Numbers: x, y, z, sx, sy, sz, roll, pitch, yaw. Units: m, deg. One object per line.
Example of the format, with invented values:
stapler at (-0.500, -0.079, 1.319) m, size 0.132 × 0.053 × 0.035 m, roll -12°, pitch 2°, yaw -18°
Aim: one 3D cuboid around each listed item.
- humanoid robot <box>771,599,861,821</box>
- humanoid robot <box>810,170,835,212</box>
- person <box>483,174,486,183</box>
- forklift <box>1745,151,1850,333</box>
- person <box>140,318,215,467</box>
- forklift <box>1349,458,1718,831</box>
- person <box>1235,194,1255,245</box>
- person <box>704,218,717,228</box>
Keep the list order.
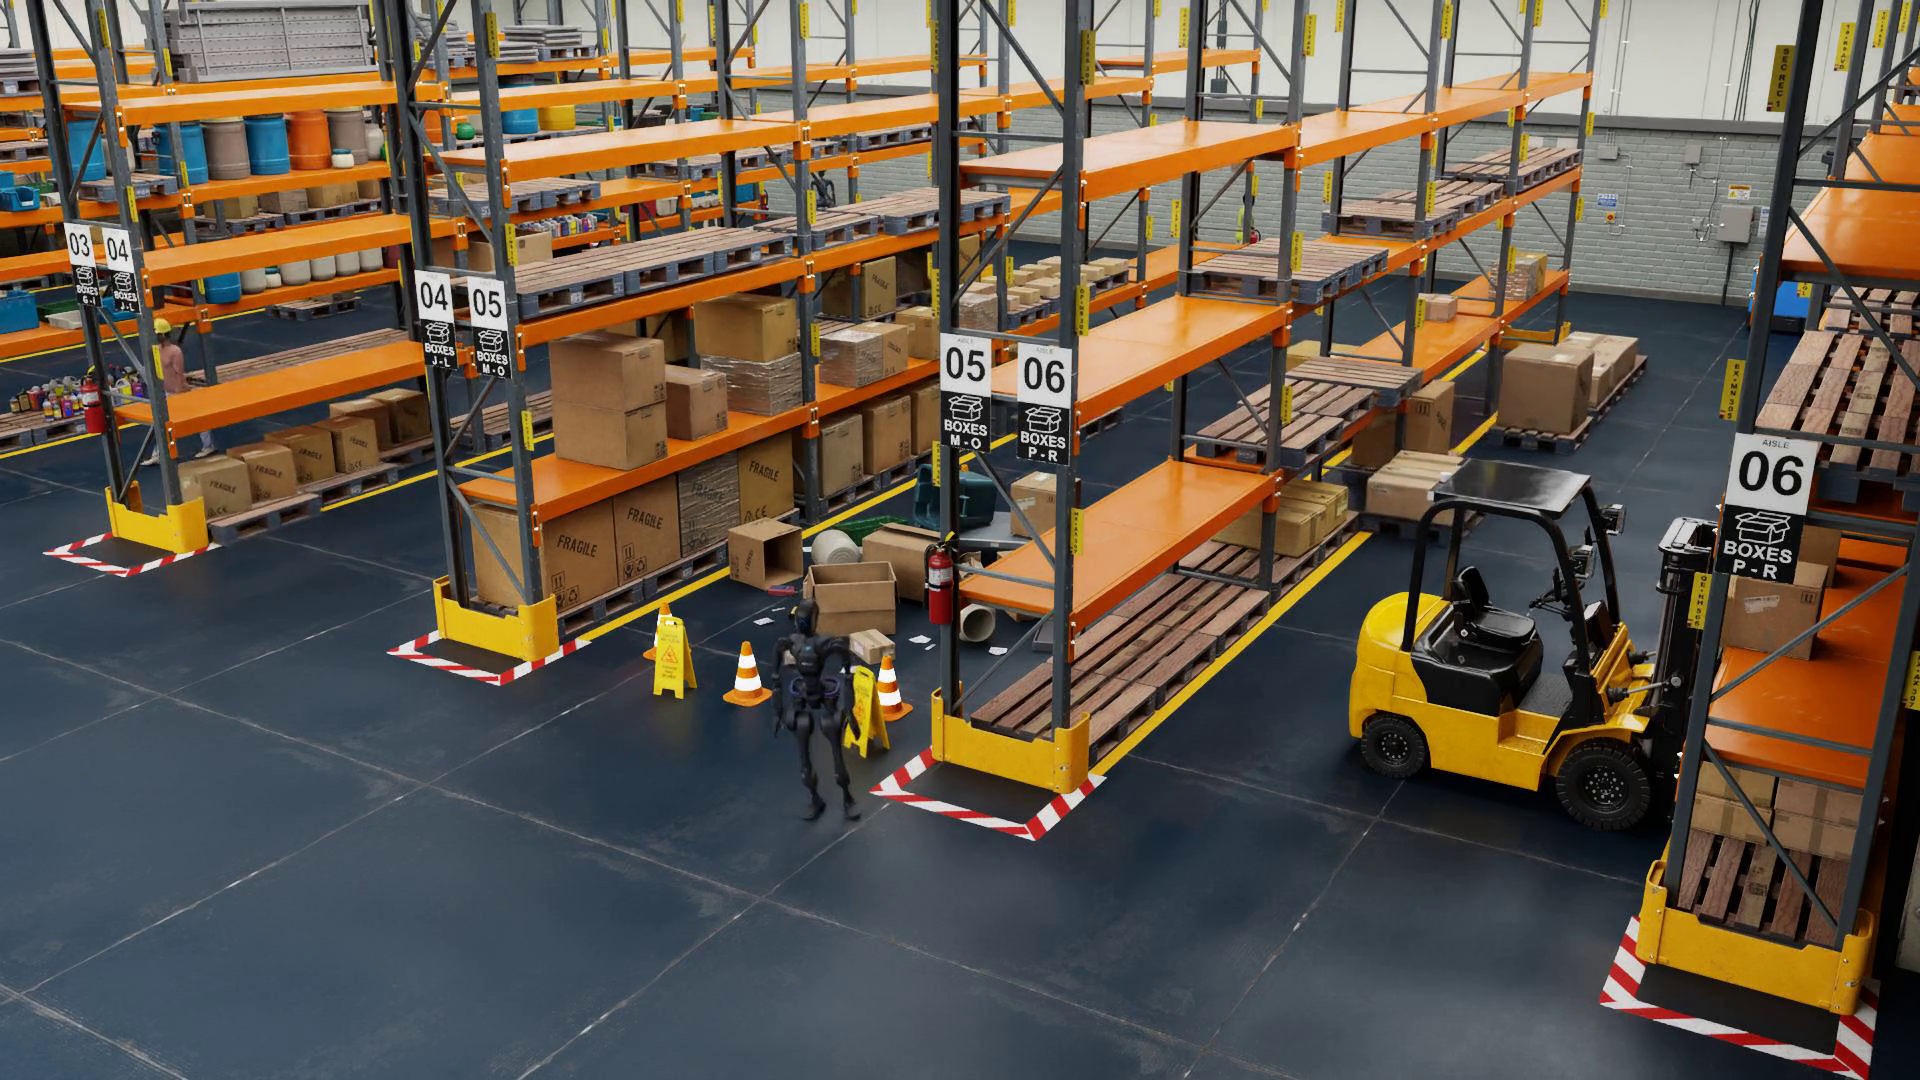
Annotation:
humanoid robot at (-0.959, 1.133, 11.205) m, size 0.607 × 1.633 × 0.427 m, roll 1°, pitch 19°, yaw 4°
humanoid robot at (-2.843, -6.915, 34.551) m, size 0.613 × 1.644 × 0.793 m, roll -8°, pitch 21°, yaw -23°
person at (-10.407, -7.734, 36.632) m, size 0.333 × 1.801 × 0.523 m, roll 11°, pitch 22°, yaw 30°
forklift at (13.620, -4.667, 26.137) m, size 1.873 × 2.768 × 1.129 m, roll 11°, pitch 22°, yaw 29°
person at (-9.207, -1.736, 19.408) m, size 0.537 × 1.713 × 0.898 m, roll 12°, pitch 22°, yaw 30°
forklift at (3.988, 0.658, 11.776) m, size 2.313 × 2.155 × 1.214 m, roll 11°, pitch 22°, yaw 29°
person at (5.198, -5.496, 30.334) m, size 0.322 × 1.686 × 0.537 m, roll -2°, pitch 19°, yaw -6°
person at (-5.236, -7.063, 34.865) m, size 0.489 × 1.687 × 0.347 m, roll -5°, pitch 20°, yaw -14°
